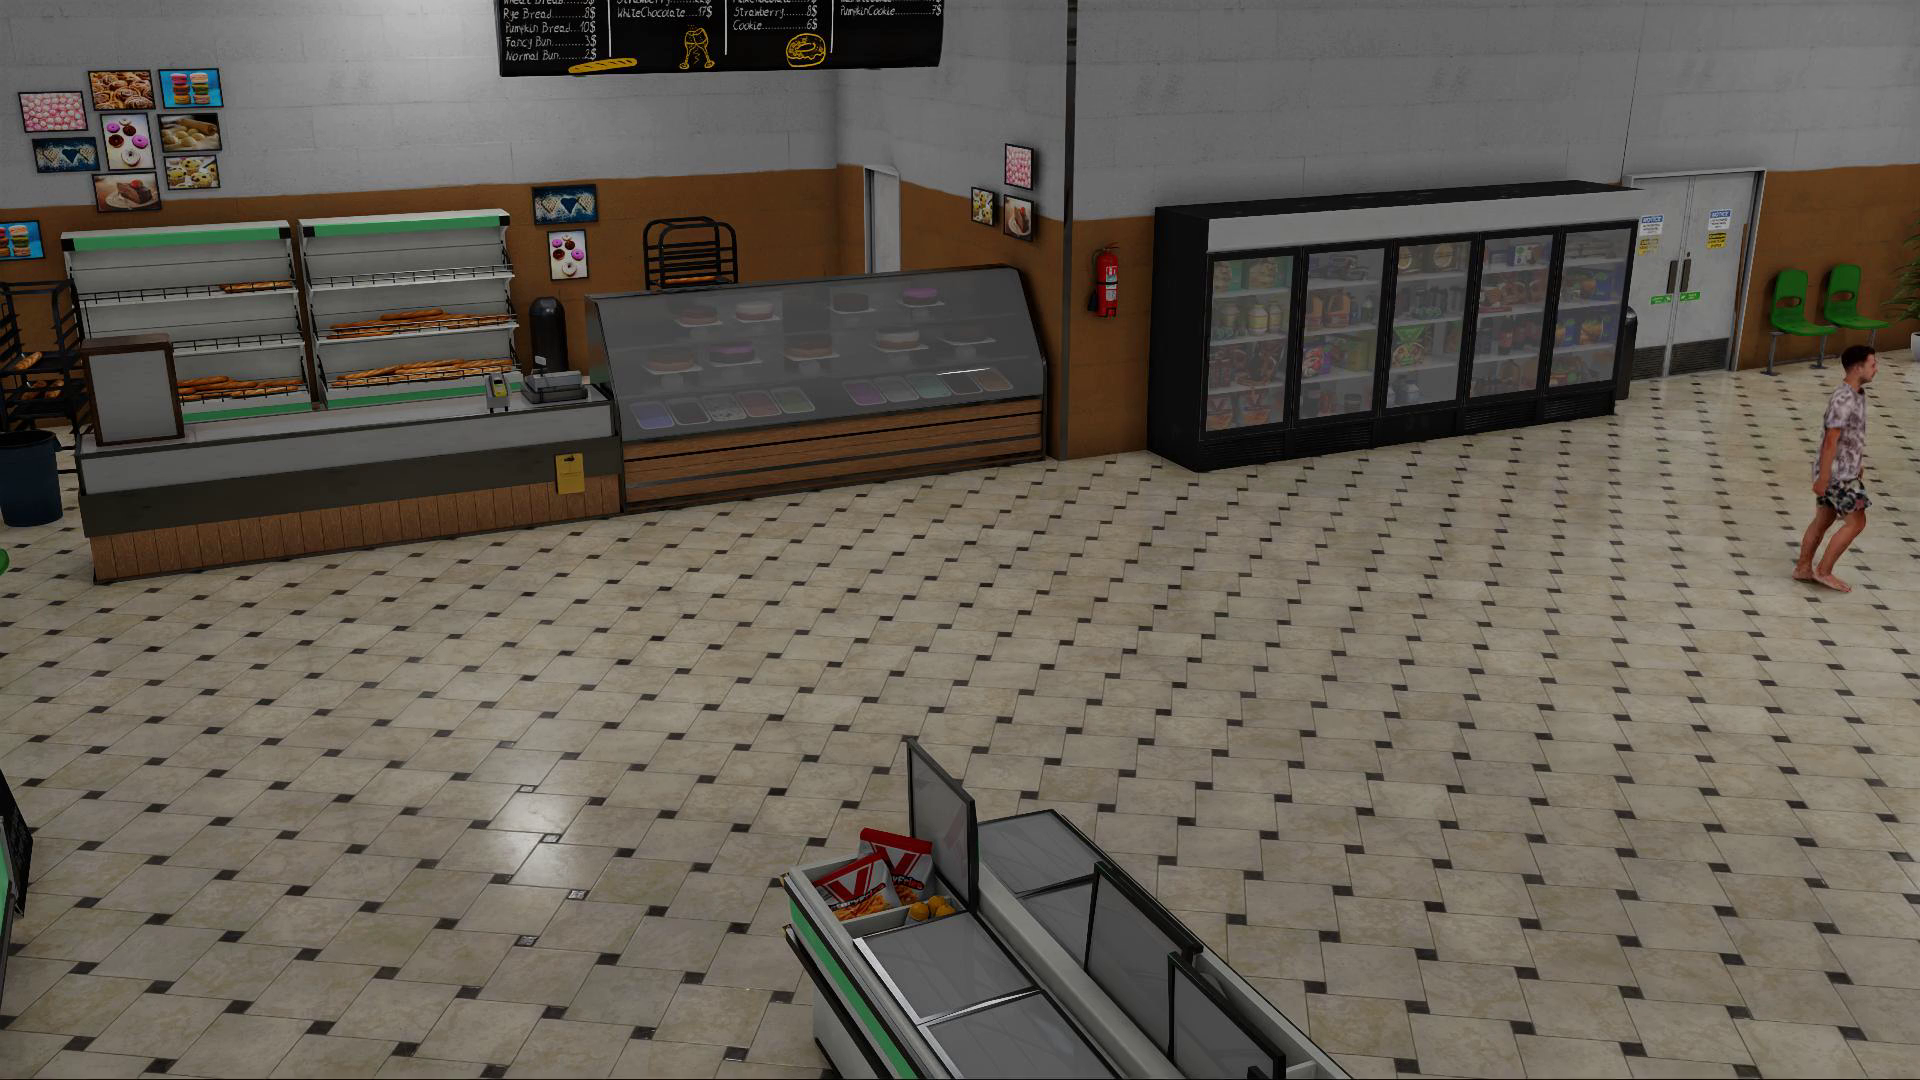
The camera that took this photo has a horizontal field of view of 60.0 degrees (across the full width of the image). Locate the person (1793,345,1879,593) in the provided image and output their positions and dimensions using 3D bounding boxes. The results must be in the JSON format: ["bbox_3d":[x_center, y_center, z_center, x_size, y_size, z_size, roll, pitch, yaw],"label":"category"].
[{"bbox_3d":[6.316,-0.532,12.137,0.856,1.800,0.810,9,21,24],"label":"person"}]
